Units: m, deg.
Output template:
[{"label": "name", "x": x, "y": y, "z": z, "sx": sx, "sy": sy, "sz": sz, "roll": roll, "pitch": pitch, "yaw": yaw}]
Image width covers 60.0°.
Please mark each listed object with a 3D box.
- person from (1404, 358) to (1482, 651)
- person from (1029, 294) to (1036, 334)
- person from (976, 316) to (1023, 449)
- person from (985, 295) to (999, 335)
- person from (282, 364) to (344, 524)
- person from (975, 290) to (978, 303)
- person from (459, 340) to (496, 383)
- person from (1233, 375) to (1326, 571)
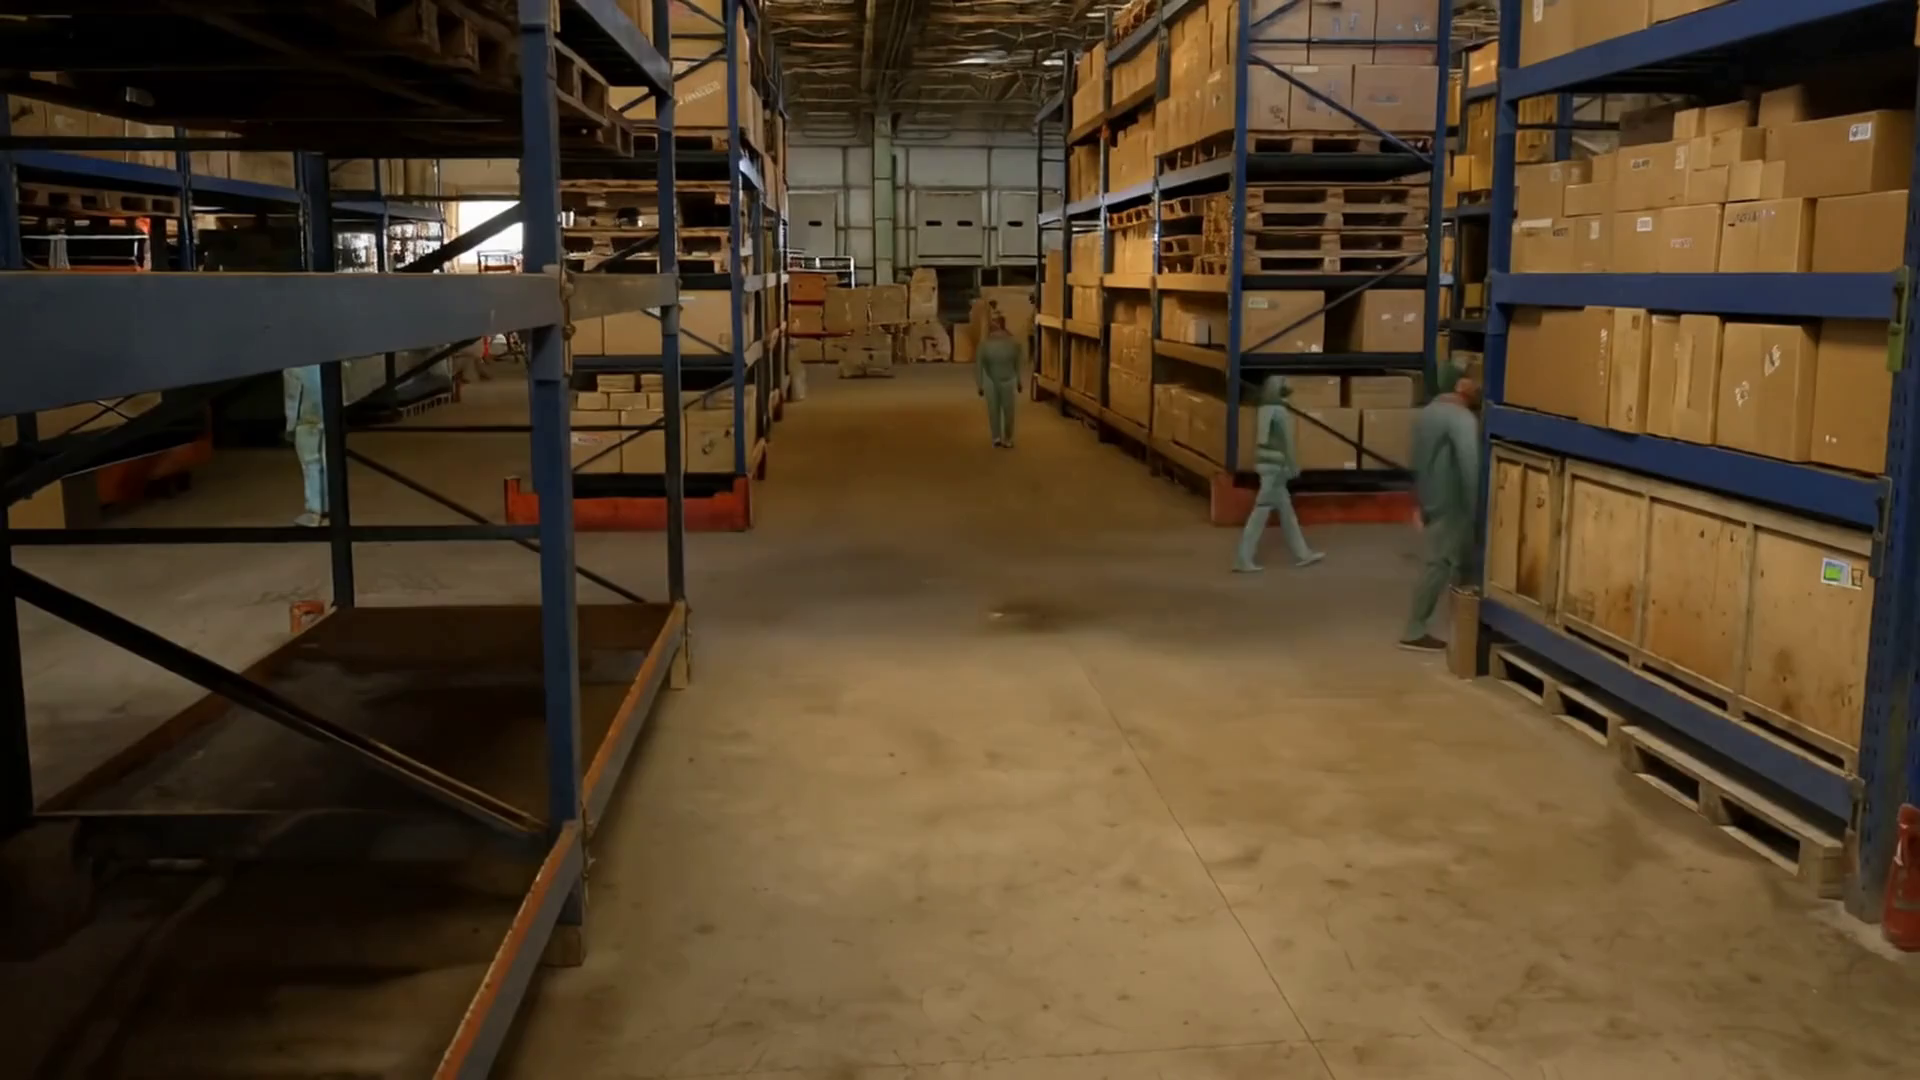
[{"label": "person", "x": 3.251, "y": -0.214, "z": 10.628, "sx": 0.874, "sy": 1.871, "sz": 0.672, "roll": 0, "pitch": 9, "yaw": -2}, {"label": "person", "x": 2.204, "y": -6.231, "z": 48.481, "sx": 1.021, "sy": 1.862, "sz": 0.598, "roll": 0, "pitch": 9, "yaw": -1}, {"label": "person", "x": 0.565, "y": -2.180, "z": 23.054, "sx": 0.698, "sy": 1.840, "sz": 0.942, "roll": -1, "pitch": 9, "yaw": -7}, {"label": "person", "x": 0.929, "y": -5.490, "z": 43.679, "sx": 0.900, "sy": 1.906, "sz": 0.546, "roll": 1, "pitch": 9, "yaw": 7}, {"label": "person", "x": -6.277, "y": -1.129, "z": 16.166, "sx": 0.356, "sy": 1.936, "sz": 0.638, "roll": 6, "pitch": 11, "yaw": 33}, {"label": "person", "x": 0.876, "y": -9.353, "z": 68.129, "sx": 0.979, "sy": 1.829, "sz": 0.596, "roll": 2, "pitch": 9, "yaw": 12}, {"label": "person", "x": -10.825, "y": -4.471, "z": 37.183, "sx": 0.953, "sy": 1.919, "sz": 0.620, "roll": -5, "pitch": 10, "yaw": -26}, {"label": "person", "x": 2.601, "y": -0.536, "z": 13.511, "sx": 0.852, "sy": 1.585, "sz": 0.536, "roll": -2, "pitch": 9, "yaw": -11}]
